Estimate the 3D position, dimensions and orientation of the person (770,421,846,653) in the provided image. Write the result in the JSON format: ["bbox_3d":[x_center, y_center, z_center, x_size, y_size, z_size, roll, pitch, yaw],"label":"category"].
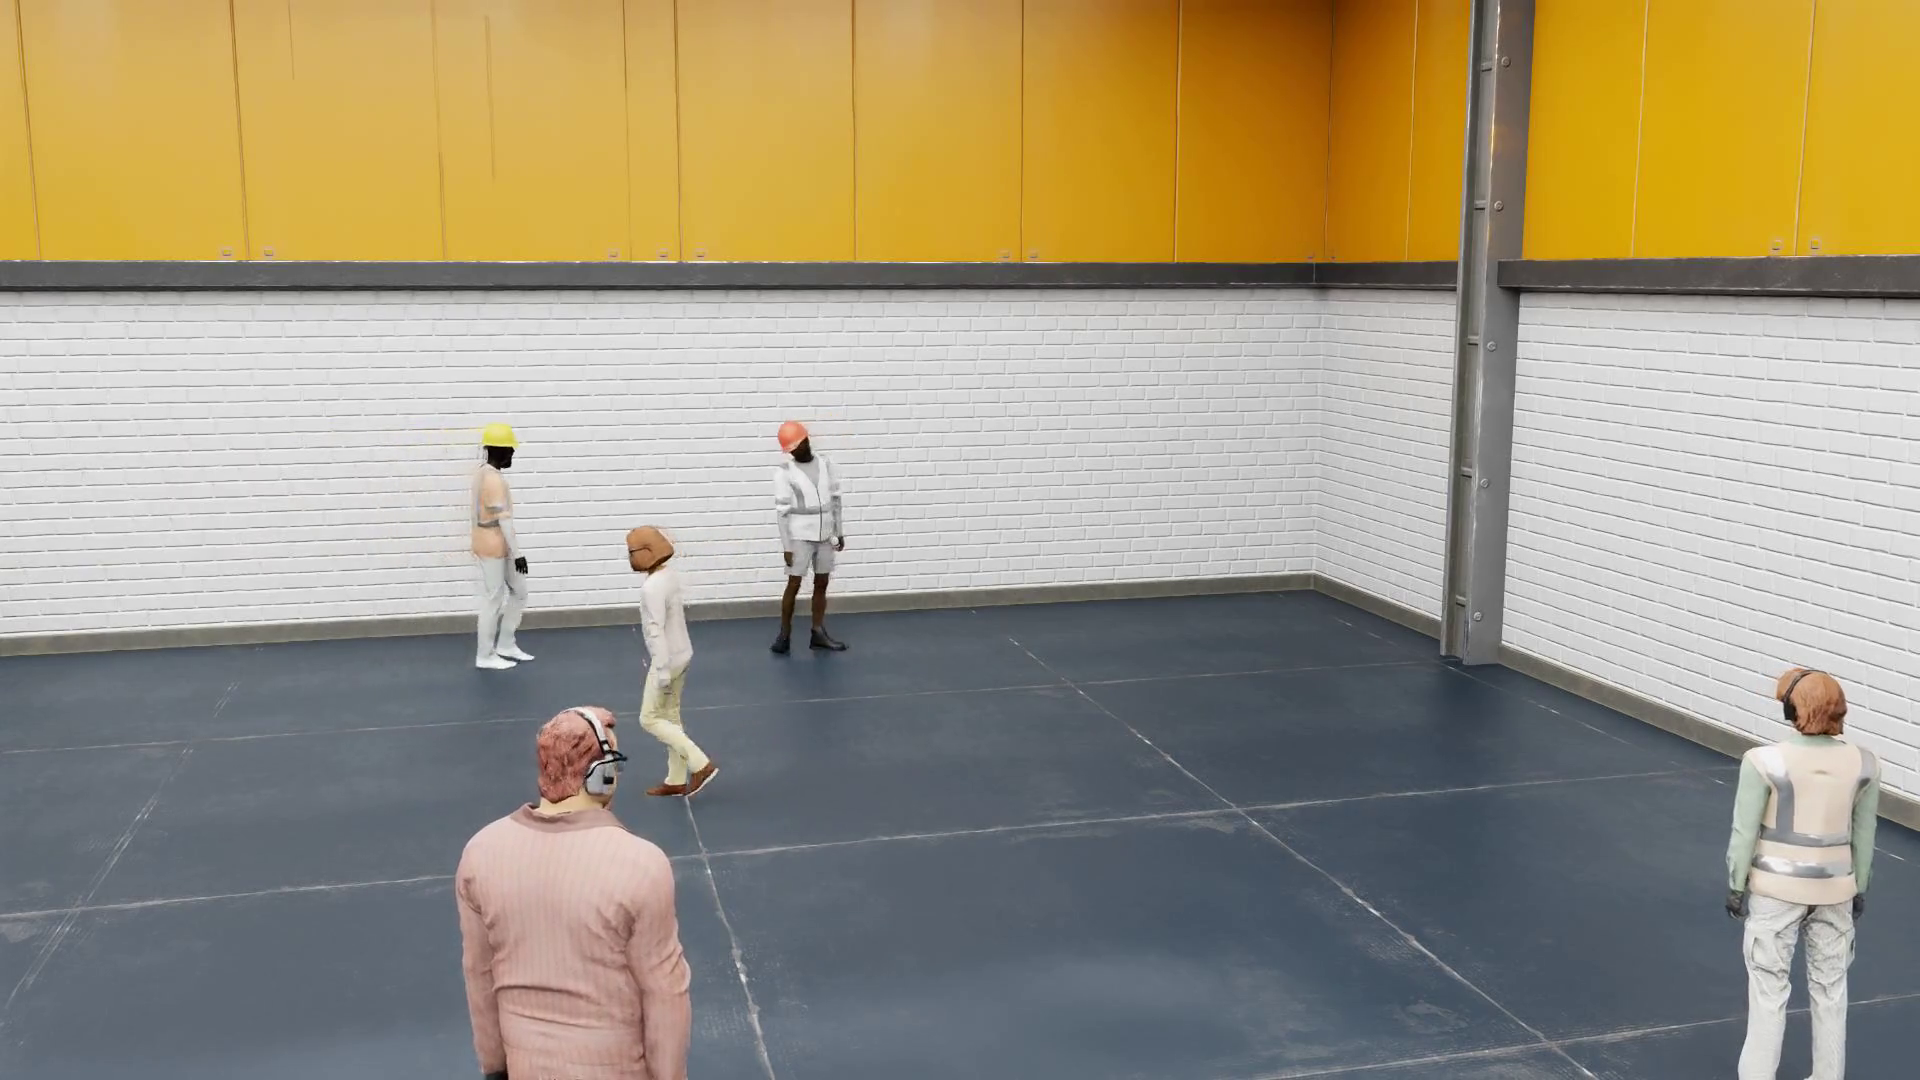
[{"bbox_3d":[-1.229,-0.018,13.260,0.663,1.882,0.392,-7,11,-37],"label":"person"}]

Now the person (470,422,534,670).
[{"bbox_3d":[-3.476,0.052,12.710,0.585,1.903,0.594,-2,9,-14],"label":"person"}]

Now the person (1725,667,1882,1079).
[{"bbox_3d":[3.018,1.269,5.972,0.511,1.633,0.312,0,9,-1],"label":"person"}]

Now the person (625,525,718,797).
[{"bbox_3d":[-1.671,0.712,9.528,0.417,1.615,0.505,1,9,4],"label":"person"}]

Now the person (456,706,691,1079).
[{"bbox_3d":[-1.002,1.380,4.446,0.680,1.904,0.401,3,10,21],"label":"person"}]
